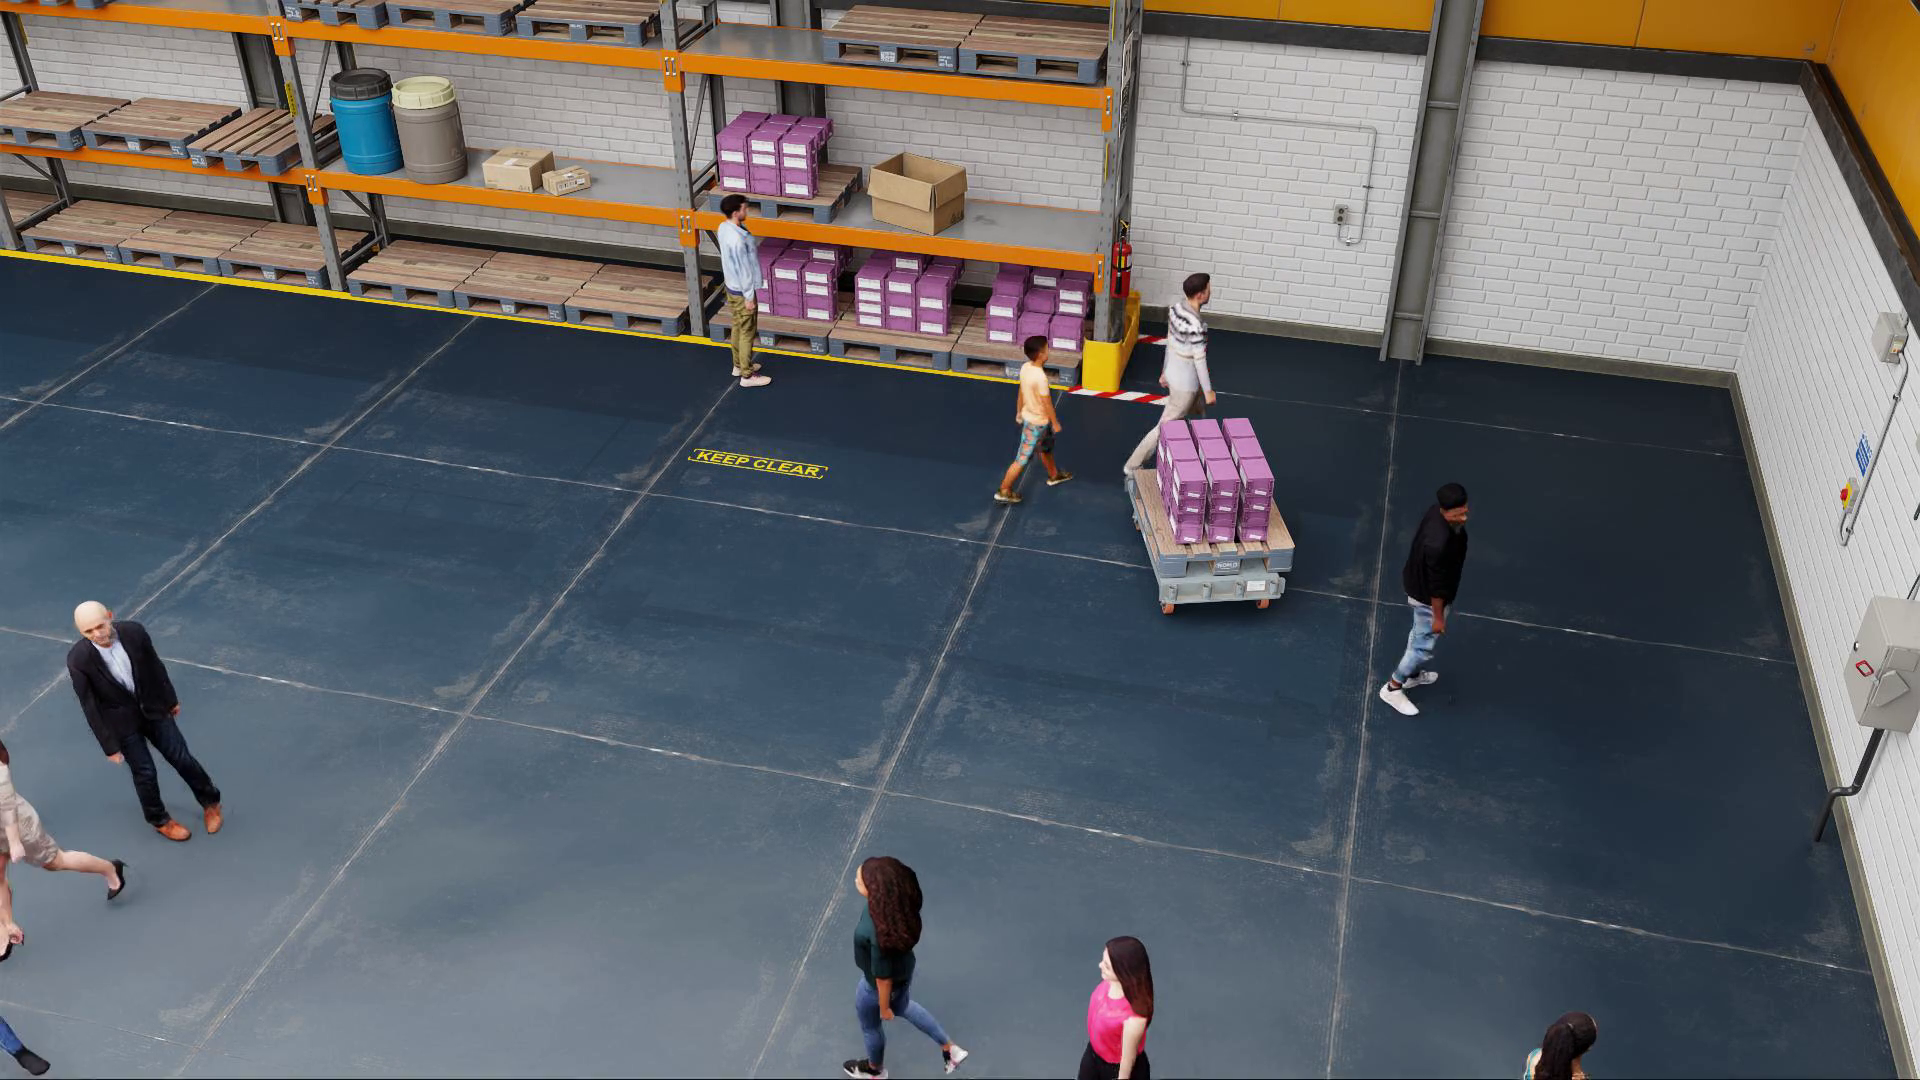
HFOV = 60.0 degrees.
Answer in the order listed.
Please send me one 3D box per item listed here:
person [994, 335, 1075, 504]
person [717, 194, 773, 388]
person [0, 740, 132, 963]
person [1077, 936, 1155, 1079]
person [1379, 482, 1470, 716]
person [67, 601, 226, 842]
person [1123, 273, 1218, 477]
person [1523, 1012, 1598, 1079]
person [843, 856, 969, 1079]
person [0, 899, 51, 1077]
[{"bbox_3d":[0.550,-0.943,13.448,1.045,1.428,0.886,-12,35,-18],"label":"person"},{"bbox_3d":[-1.992,-2.273,15.103,0.791,1.809,0.761,-13,36,-19],"label":"person"},{"bbox_3d":[-5.262,1.581,9.397,1.137,1.708,0.960,23,40,30],"label":"person"},{"bbox_3d":[0.833,2.540,8.019,1.103,1.637,0.890,-7,34,-11],"label":"person"},{"bbox_3d":[3.185,0.312,11.241,0.607,1.780,0.729,0,34,0],"label":"person"},{"bbox_3d":[-5.052,1.072,10.096,0.875,1.782,0.856,21,39,29],"label":"person"},{"bbox_3d":[1.742,-1.280,13.603,1.327,1.817,1.010,-4,34,-6],"label":"person"},{"bbox_3d":[2.593,2.833,7.563,0.974,1.653,0.992,-23,40,-31],"label":"person"},{"bbox_3d":[-0.291,2.237,8.507,0.900,1.600,0.609,10,35,15],"label":"person"},{"bbox_3d":[-5.318,2.113,8.707,1.052,1.586,0.718,13,36,19],"label":"person"}]
